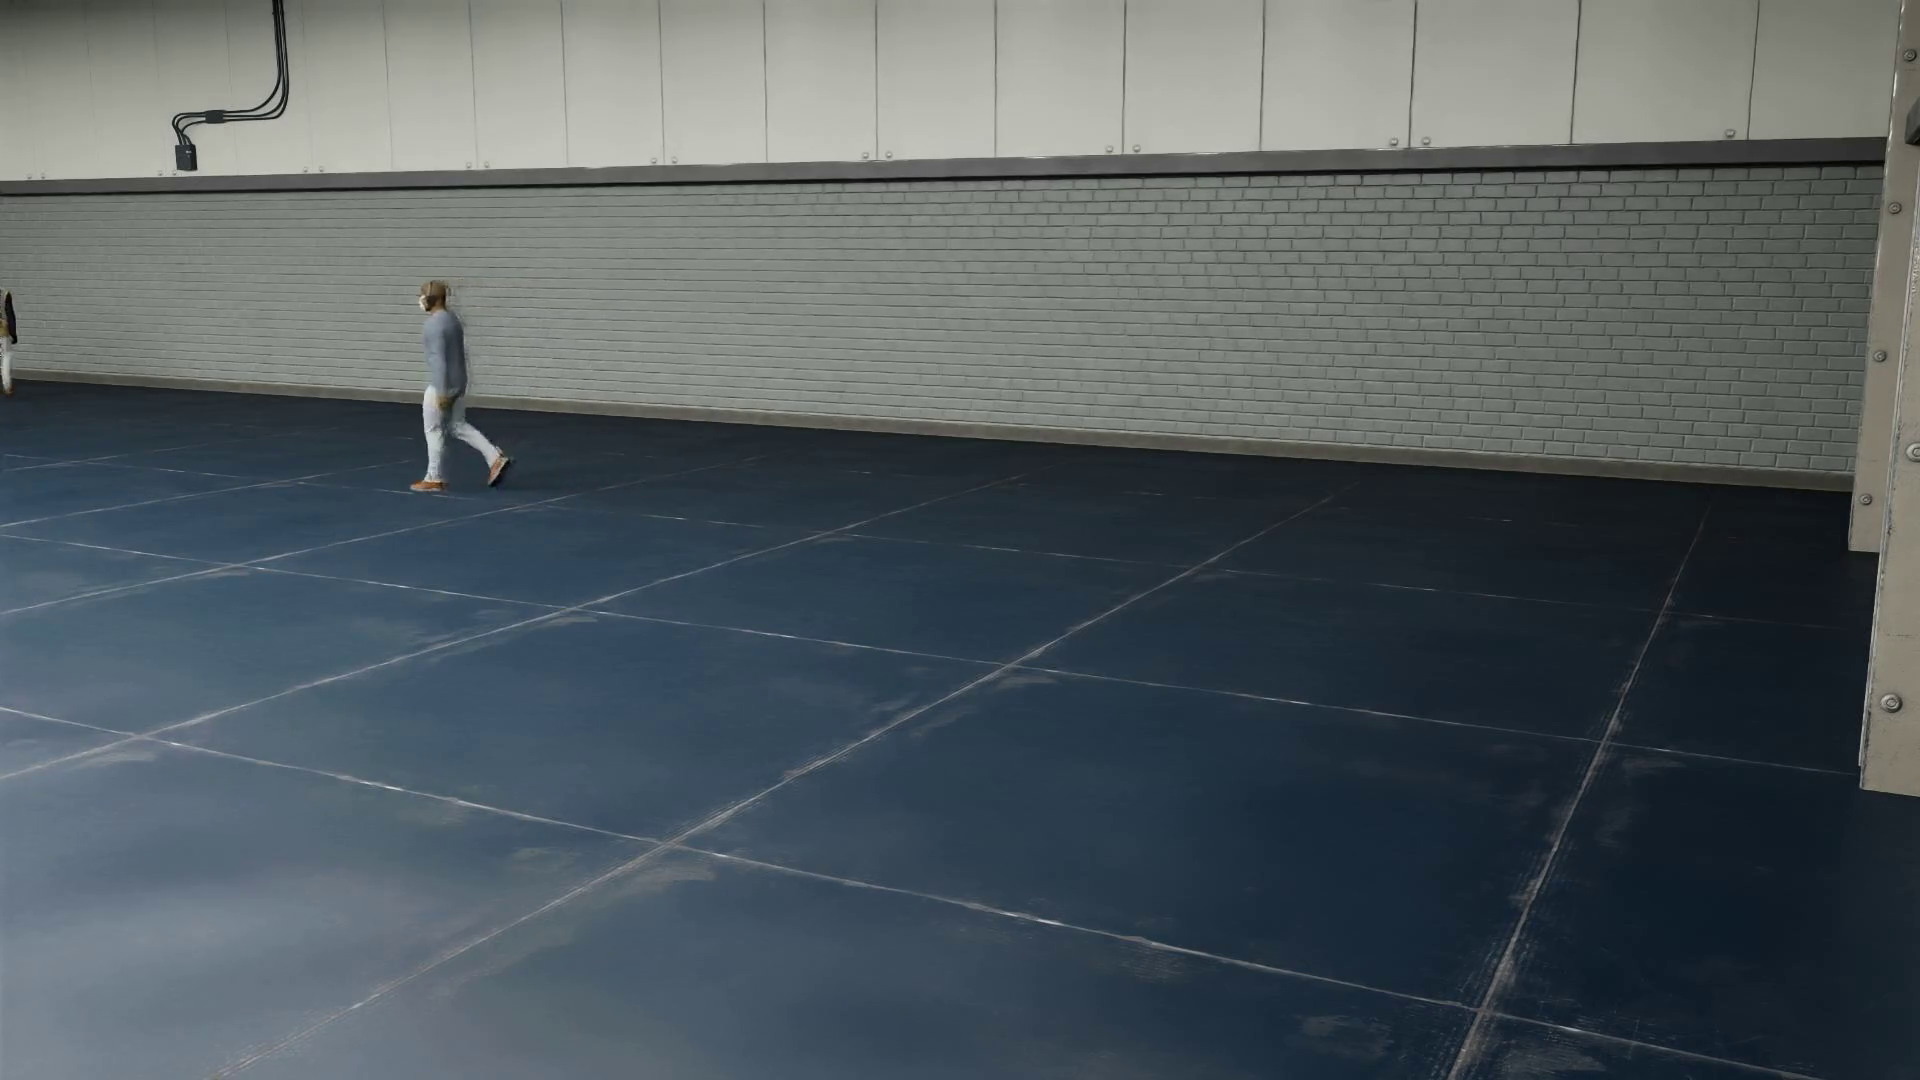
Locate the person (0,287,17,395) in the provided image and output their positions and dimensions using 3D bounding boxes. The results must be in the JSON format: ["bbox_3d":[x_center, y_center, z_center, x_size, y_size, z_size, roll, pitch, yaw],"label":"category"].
[{"bbox_3d":[-13.828,-2.958,23.777,0.661,1.815,0.784,-4,11,-22],"label":"person"}]

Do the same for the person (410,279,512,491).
[{"bbox_3d":[-4.520,-1.372,14.911,0.834,1.914,0.635,1,10,4],"label":"person"}]
